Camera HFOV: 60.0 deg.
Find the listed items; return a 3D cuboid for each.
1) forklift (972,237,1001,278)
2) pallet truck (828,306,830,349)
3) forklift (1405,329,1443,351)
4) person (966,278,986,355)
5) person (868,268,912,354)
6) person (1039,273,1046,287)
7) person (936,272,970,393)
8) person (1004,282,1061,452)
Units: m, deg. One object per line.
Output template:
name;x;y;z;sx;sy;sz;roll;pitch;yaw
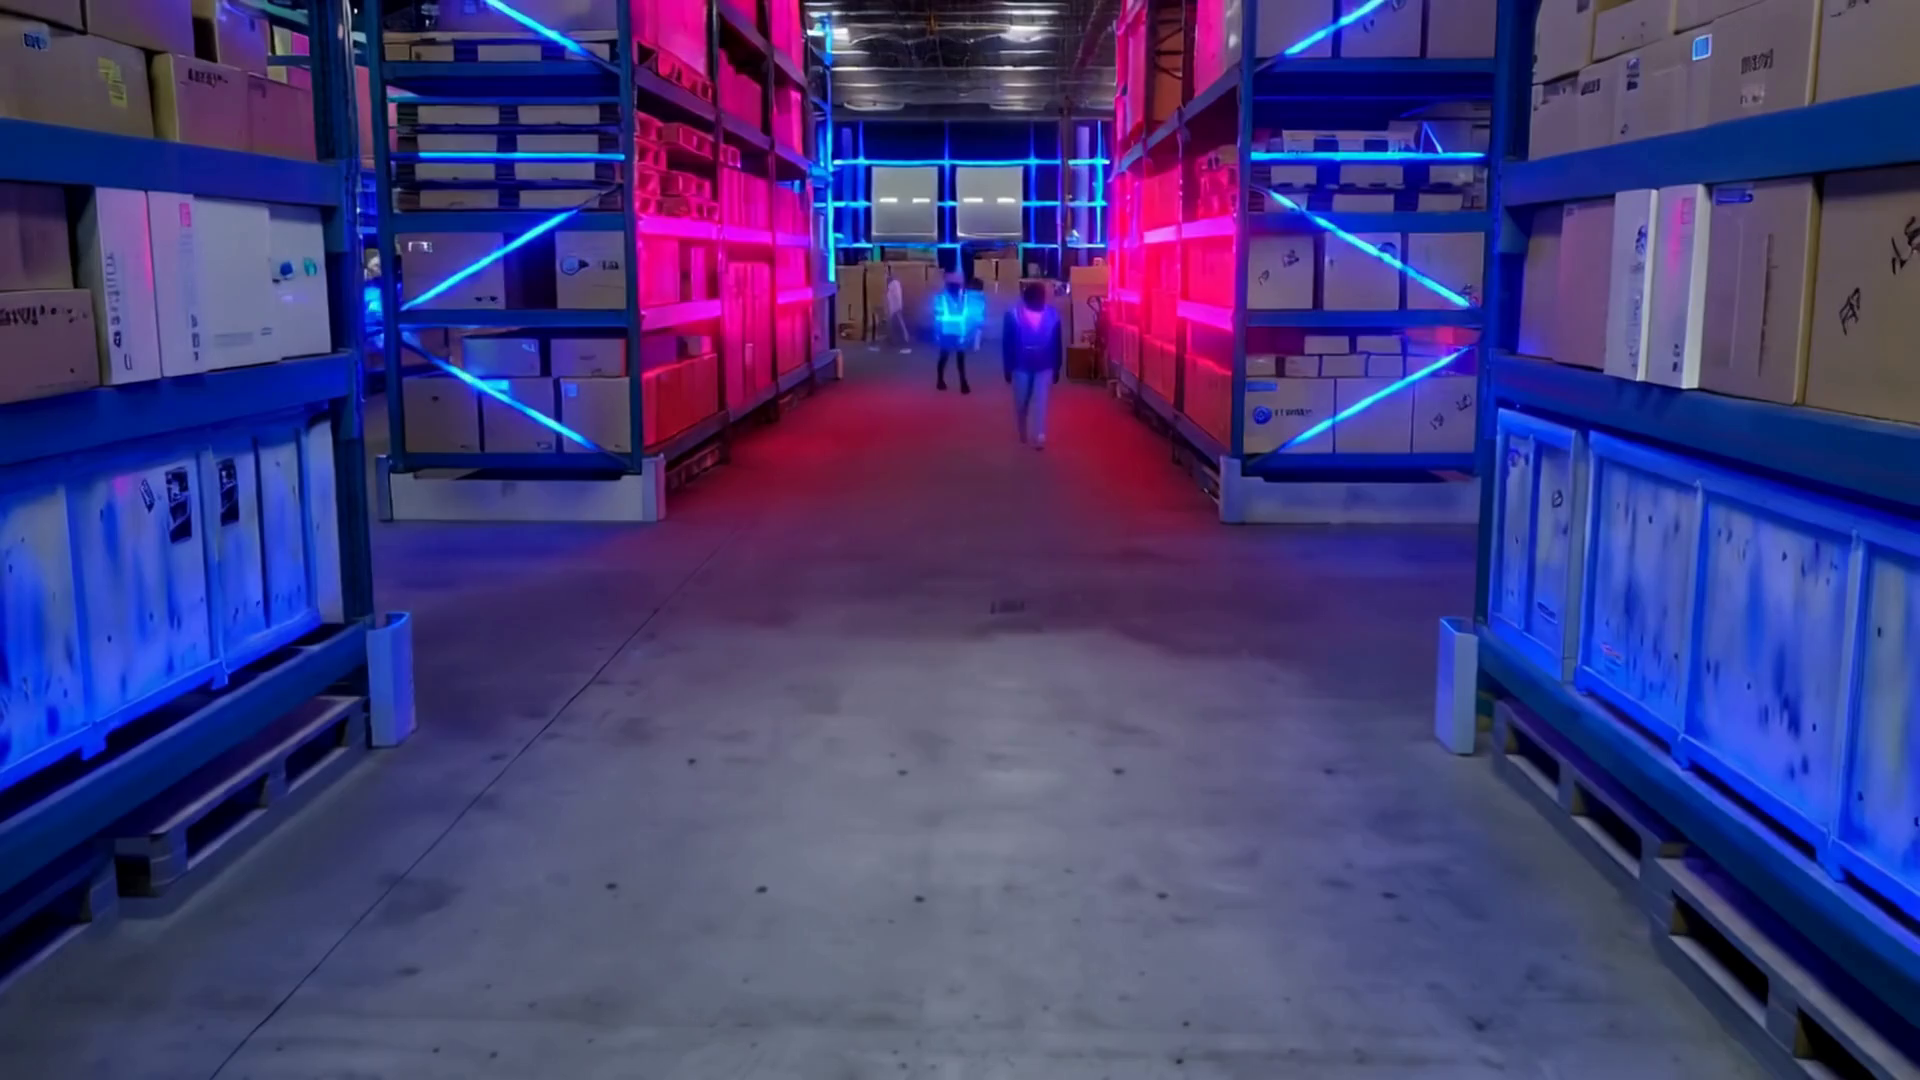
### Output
forklift;0.848;-8.379;53.752;1.129;2.768;1.873;0;9;1
pallet truck;-3.100;-3.940;29.800;1.885;1.965;0.823;3;10;19
forklift;11.018;-5.611;37.174;1.129;2.768;1.873;-6;11;-31
person;0.363;-4.908;36.521;0.373;1.680;0.562;-9;13;-44
person;-1.517;-5.043;36.724;1.012;1.883;0.652;-3;10;-16
person;2.881;-8.638;58.992;0.888;1.652;0.533;4;10;23
person;-0.134;-3.242;25.977;0.570;1.887;1.016;-4;10;-23
person;0.789;-1.892;18.069;0.628;1.817;0.838;0;9;-2
